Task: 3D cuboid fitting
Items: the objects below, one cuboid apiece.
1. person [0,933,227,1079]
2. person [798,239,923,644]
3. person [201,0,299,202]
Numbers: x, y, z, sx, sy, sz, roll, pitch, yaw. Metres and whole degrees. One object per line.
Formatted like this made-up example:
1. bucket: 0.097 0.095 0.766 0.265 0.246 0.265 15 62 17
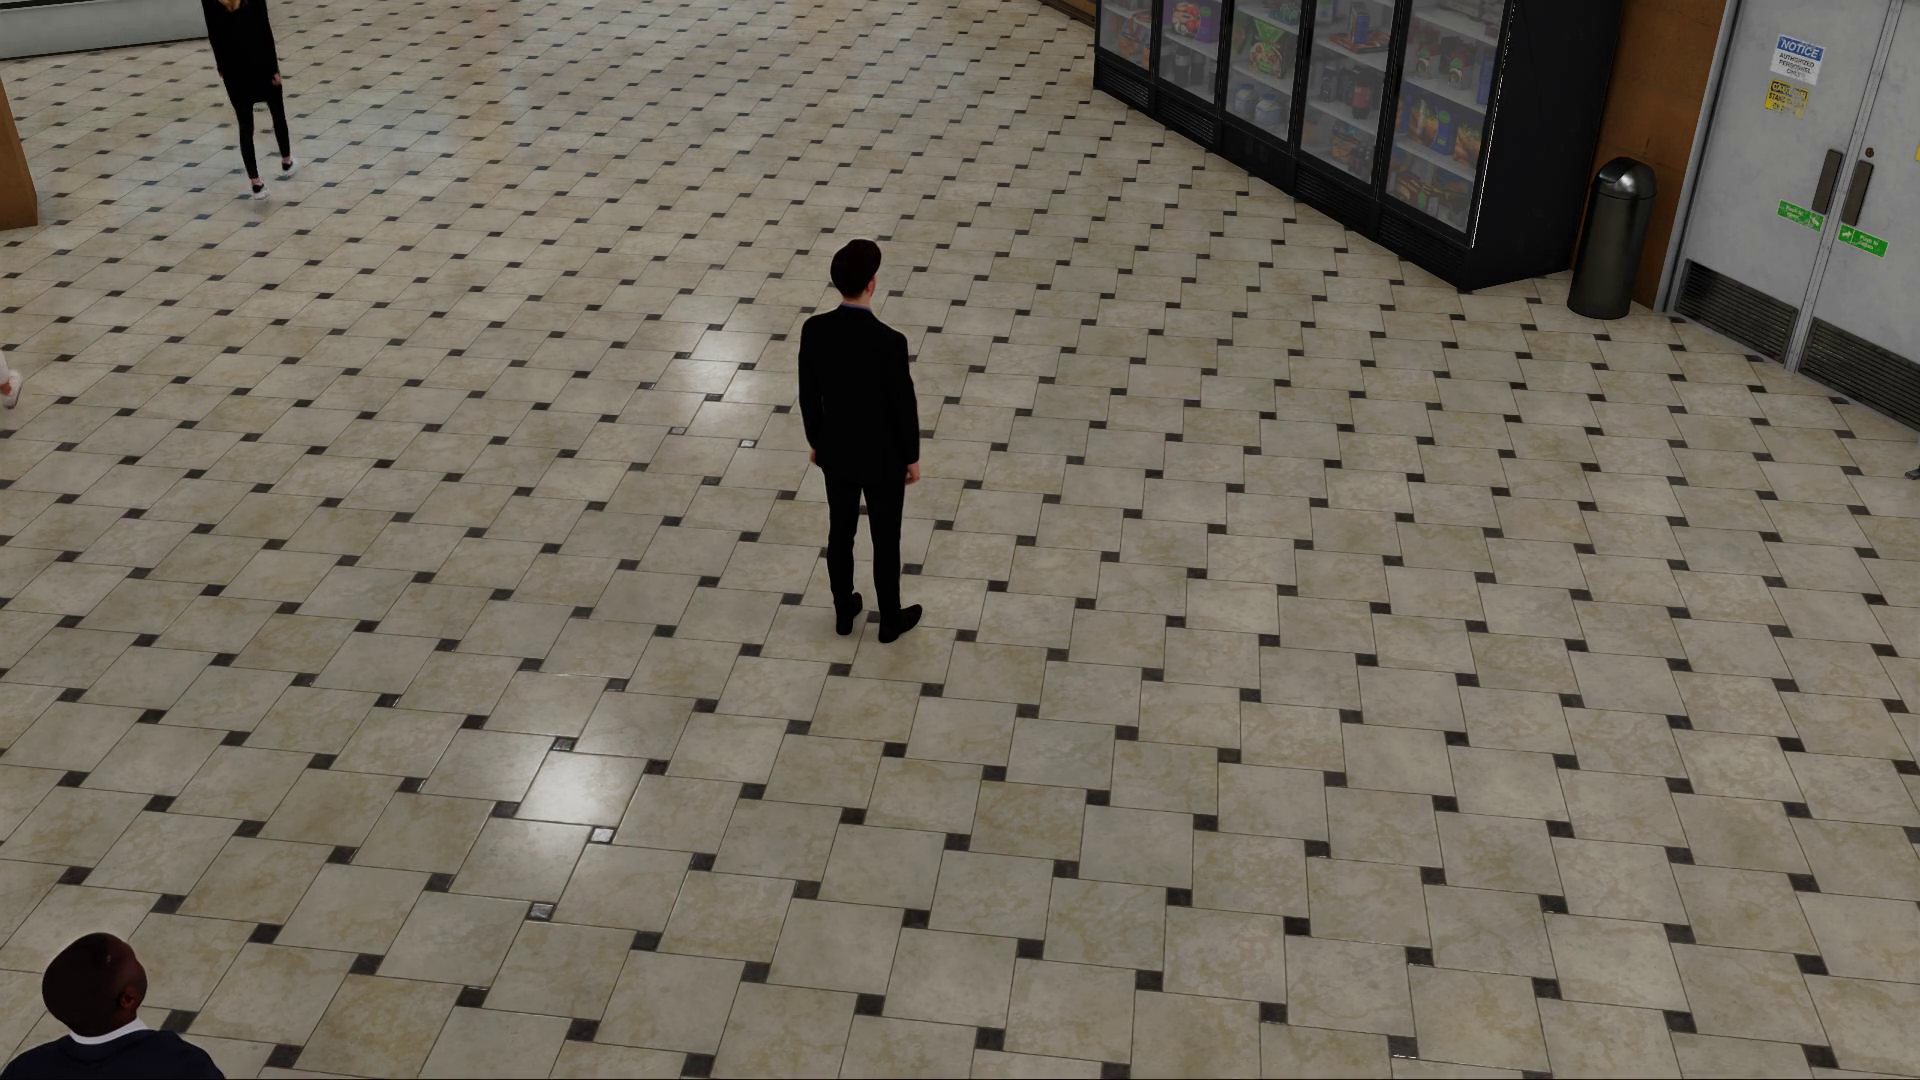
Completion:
1. person: -1.875 1.644 4.025 0.714 1.824 0.844 1 32 2
2. person: -0.428 -0.400 7.243 0.784 1.894 0.839 12 34 18
3. person: -5.182 -3.326 12.077 1.181 1.757 0.914 -4 32 -6
